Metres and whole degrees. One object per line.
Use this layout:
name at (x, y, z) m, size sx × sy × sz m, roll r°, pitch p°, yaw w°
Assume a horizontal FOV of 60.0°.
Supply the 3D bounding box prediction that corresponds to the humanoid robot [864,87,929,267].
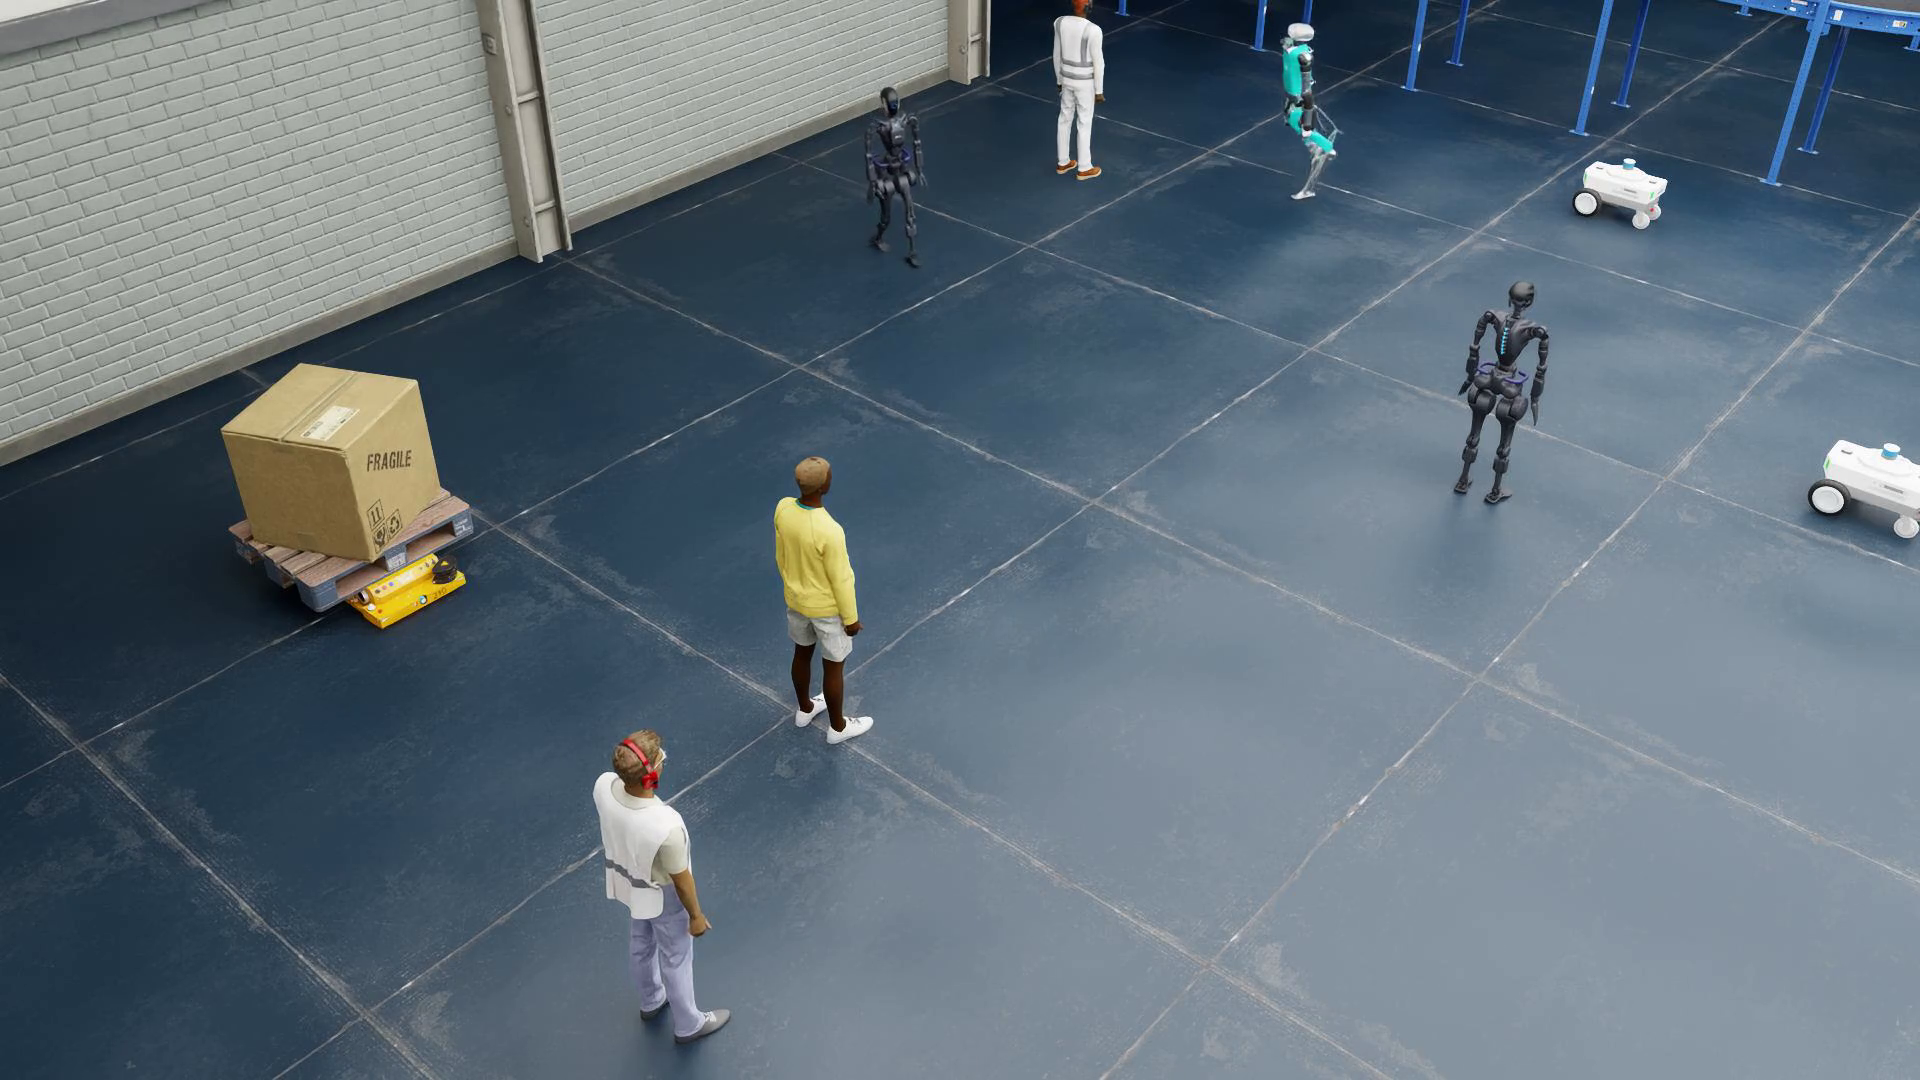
humanoid robot at (-0.592, -3.266, 14.795) m, size 0.597 × 1.644 × 0.675 m, roll -18°, pitch 39°, yaw -23°

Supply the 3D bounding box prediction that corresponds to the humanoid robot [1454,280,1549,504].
humanoid robot at (3.777, -1.053, 11.640) m, size 0.599 × 1.657 × 0.315 m, roll 27°, pitch 43°, yaw 32°

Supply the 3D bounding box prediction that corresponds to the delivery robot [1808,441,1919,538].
delivery robot at (6.460, -0.411, 11.694) m, size 0.739 × 0.566 × 0.499 m, roll 27°, pitch 43°, yaw 32°

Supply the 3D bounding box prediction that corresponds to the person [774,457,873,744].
person at (-0.803, 0.349, 9.494) m, size 0.544 × 1.899 × 0.377 m, roll 26°, pitch 43°, yaw 32°

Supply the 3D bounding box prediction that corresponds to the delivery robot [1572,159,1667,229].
delivery robot at (6.294, -3.334, 15.798) m, size 0.739 × 0.566 × 0.499 m, roll 27°, pitch 43°, yaw 32°

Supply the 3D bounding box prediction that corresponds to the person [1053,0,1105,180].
person at (1.166, -4.464, 16.266) m, size 0.573 × 1.882 × 0.356 m, roll 26°, pitch 43°, yaw 32°

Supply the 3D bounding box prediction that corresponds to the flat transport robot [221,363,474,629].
flat transport robot at (-4.050, 0.102, 11.245) m, size 1.431 × 0.231 × 0.659 m, roll 27°, pitch 43°, yaw 32°

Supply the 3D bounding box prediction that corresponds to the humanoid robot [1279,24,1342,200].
humanoid robot at (3.367, -3.994, 15.815) m, size 0.799 × 1.866 × 0.546 m, roll -9°, pitch 37°, yaw -13°

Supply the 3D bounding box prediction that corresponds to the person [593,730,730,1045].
person at (-1.419, 1.633, 7.732) m, size 0.564 × 1.849 × 0.390 m, roll 26°, pitch 43°, yaw 32°
